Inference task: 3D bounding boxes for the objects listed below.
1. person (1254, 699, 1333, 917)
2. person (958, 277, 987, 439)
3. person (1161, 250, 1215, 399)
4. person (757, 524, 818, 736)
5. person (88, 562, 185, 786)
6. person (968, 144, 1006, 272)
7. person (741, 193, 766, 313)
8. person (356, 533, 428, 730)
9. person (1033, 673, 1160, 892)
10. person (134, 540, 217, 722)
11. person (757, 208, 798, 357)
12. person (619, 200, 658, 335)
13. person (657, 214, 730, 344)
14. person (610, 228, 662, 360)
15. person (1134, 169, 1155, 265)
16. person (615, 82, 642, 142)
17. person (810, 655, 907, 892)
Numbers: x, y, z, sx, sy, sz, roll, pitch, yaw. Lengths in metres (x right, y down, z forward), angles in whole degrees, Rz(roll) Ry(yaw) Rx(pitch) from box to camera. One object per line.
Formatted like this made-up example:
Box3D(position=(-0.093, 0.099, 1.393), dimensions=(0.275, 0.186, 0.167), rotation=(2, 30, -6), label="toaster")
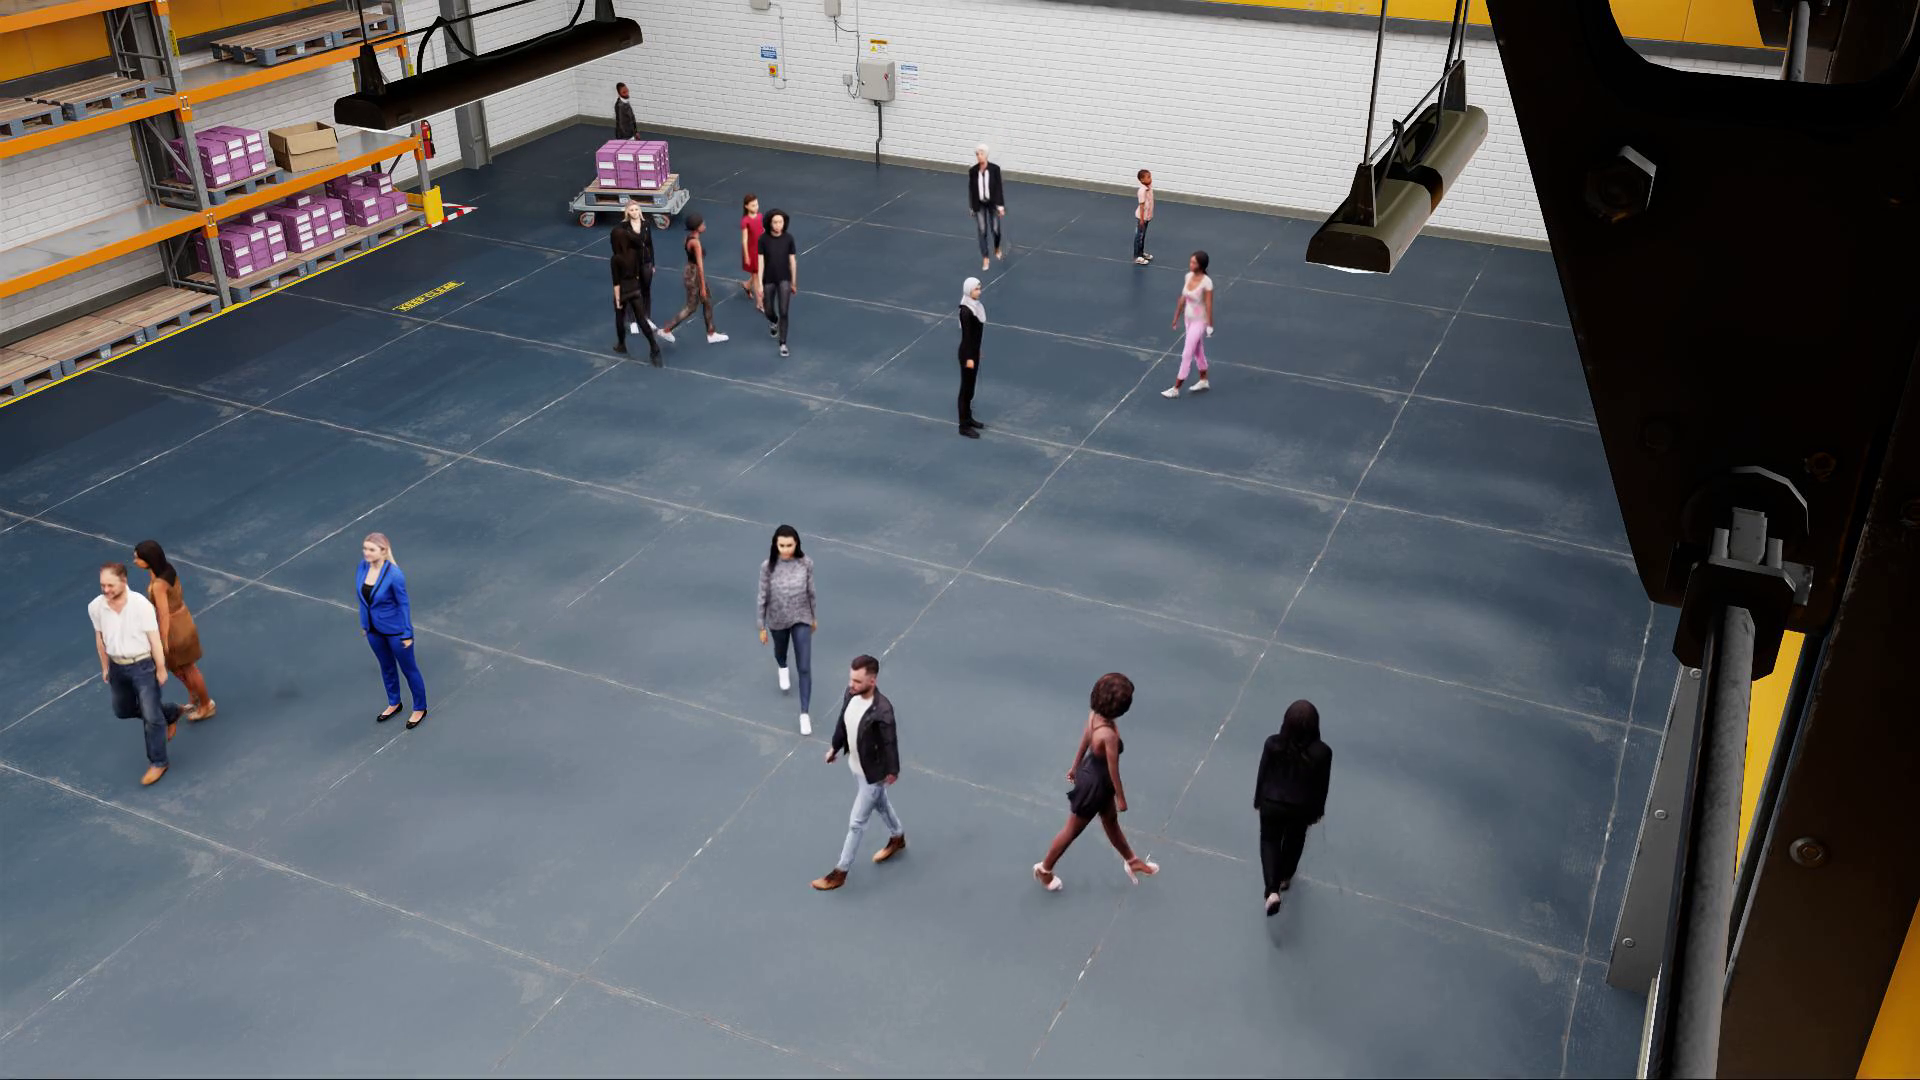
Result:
Box3D(position=(2.239, 1.840, 11.282), dimensions=(0.827, 1.601, 1.052), rotation=(3, 29, 6), label="person")
Box3D(position=(0.099, -2.008, 18.150), dimensions=(0.699, 1.780, 0.529), rotation=(7, 29, 13), label="person")
Box3D(position=(2.776, -2.492, 19.105), dimensions=(1.087, 1.715, 0.941), rotation=(-16, 33, -27), label="person")
Box3D(position=(-1.387, 0.615, 13.441), dimensions=(1.094, 1.684, 1.275), rotation=(-4, 29, -8), label="person")
Box3D(position=(-6.246, 0.927, 12.705), dimensions=(0.837, 1.842, 1.021), rotation=(4, 29, 8), label="person")
Box3D(position=(0.432, -4.608, 22.923), dimensions=(0.805, 1.764, 0.751), rotation=(7, 29, 12), label="person")
Box3D(position=(-2.691, -3.770, 21.629), dimensions=(0.749, 1.541, 0.833), rotation=(20, 34, 32), label="person")
Box3D(position=(-4.543, 0.701, 13.267), dimensions=(0.611, 1.701, 0.528), rotation=(12, 31, 21), label="person")
Box3D(position=(0.835, 1.719, 11.372), dimensions=(1.016, 1.727, 1.116), rotation=(-2, 29, -3), label="person")
Box3D(position=(-6.176, 0.713, 13.272), dimensions=(0.756, 1.674, 0.705), rotation=(-11, 30, -19), label="person")
Box3D(position=(-2.248, -3.197, 20.294), dimensions=(0.922, 1.813, 1.035), rotation=(-5, 29, -8), label="person")
Box3D(position=(-4.048, -3.445, 20.884), dimensions=(0.660, 1.685, 0.751), rotation=(-15, 32, -26), label="person")
Box3D(position=(-3.323, -3.142, 20.352), dimensions=(1.104, 1.662, 1.096), rotation=(-9, 30, -17), label="person")
Box3D(position=(-3.937, -2.939, 20.029), dimensions=(1.057, 1.616, 0.913), rotation=(-22, 36, -35), label="person")
Box3D(position=(2.564, -4.549, 23.303), dimensions=(0.559, 1.306, 0.421), rotation=(12, 31, 22), label="person")
Box3D(position=(-5.291, -6.235, 25.903), dimensions=(1.095, 1.775, 1.185), rotation=(-3, 29, -6), label="person")
Box3D(position=(-0.566, 1.550, 11.605), dimensions=(1.198, 1.801, 1.030), rotation=(-17, 33, -28), label="person")
